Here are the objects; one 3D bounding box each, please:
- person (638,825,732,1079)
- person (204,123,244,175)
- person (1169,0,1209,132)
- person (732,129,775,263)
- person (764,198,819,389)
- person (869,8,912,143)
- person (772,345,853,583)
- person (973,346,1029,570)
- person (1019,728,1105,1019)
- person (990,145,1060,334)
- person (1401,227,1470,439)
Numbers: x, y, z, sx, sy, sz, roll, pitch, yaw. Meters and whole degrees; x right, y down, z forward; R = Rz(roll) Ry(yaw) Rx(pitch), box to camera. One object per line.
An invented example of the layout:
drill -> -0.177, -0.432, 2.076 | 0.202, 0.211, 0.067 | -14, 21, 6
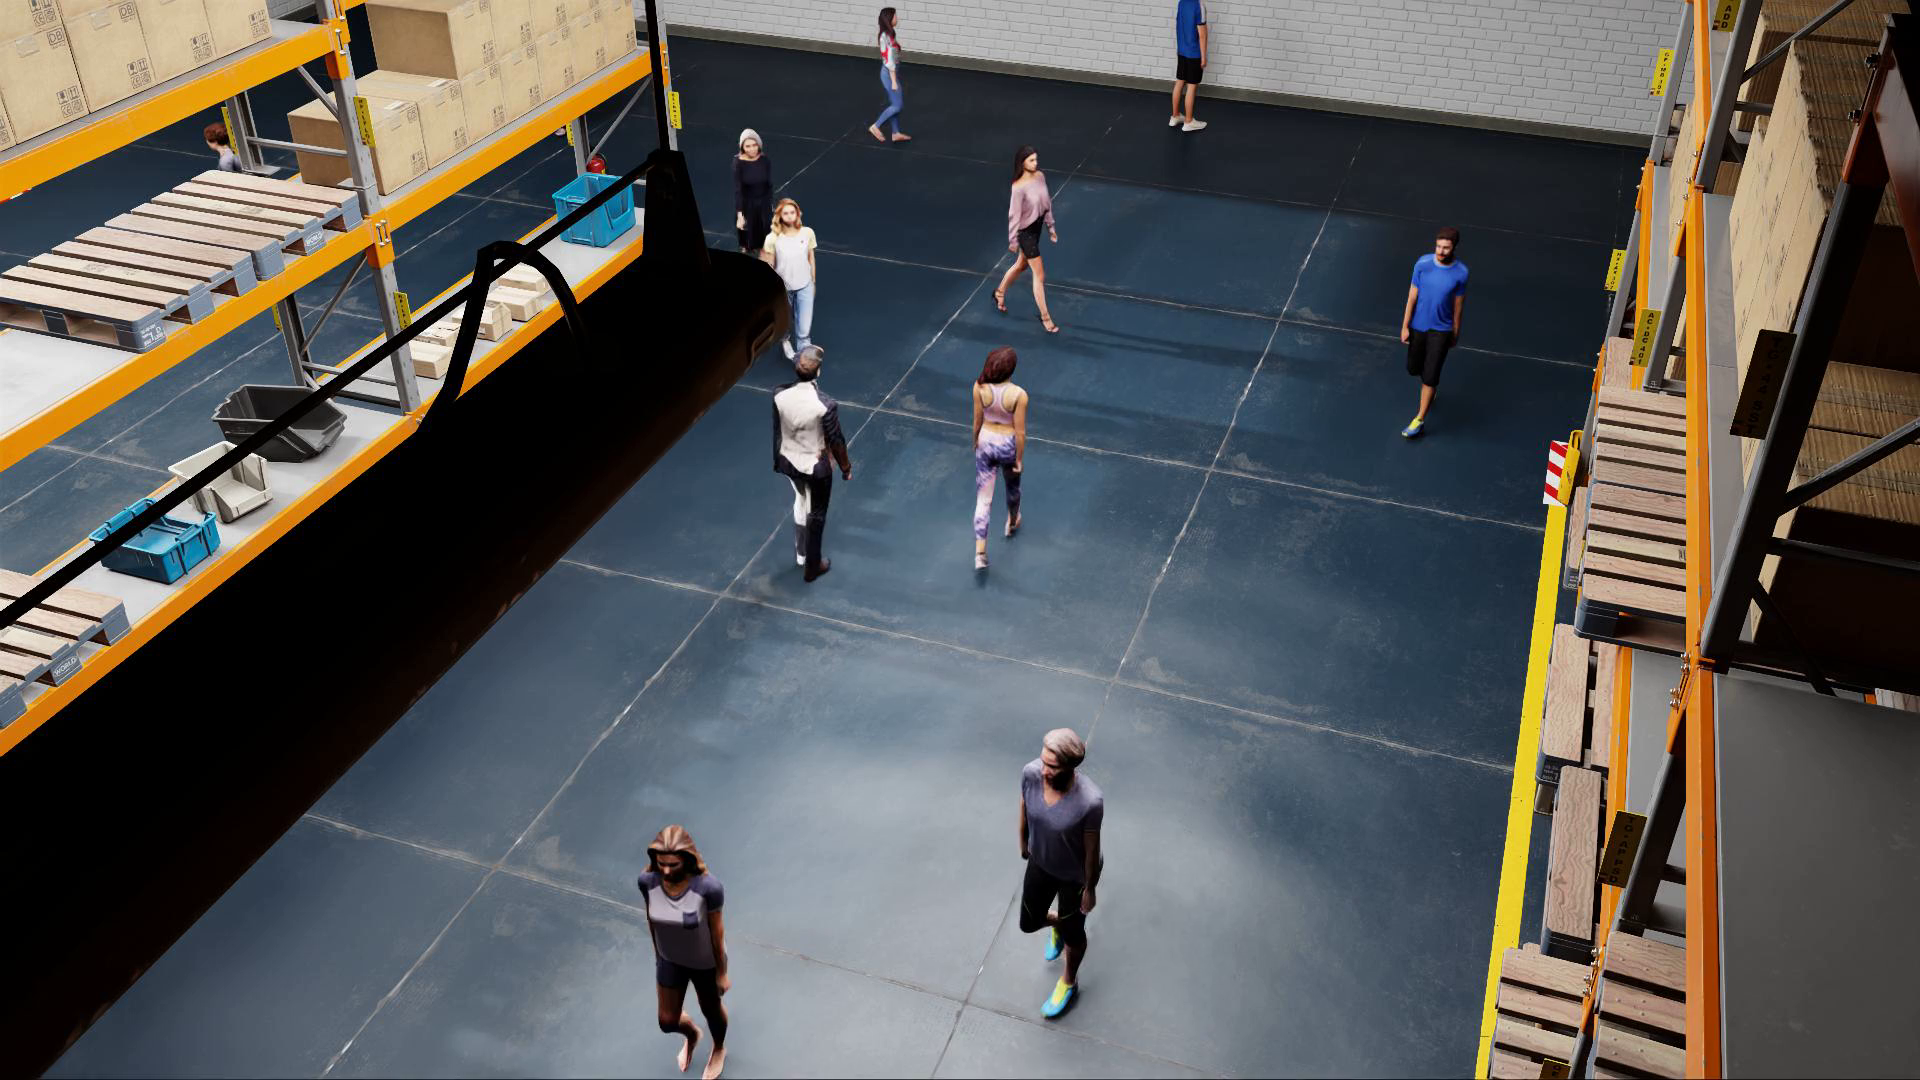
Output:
person -> -1.312, 2.023, 8.339 | 0.650, 1.718, 0.636 | 6, 34, 9
person -> -7.027, -3.310, 16.450 | 0.873, 1.623, 0.973 | -1, 34, -2
person -> 2.786, -5.932, 20.174 | 0.774, 1.866, 0.749 | -21, 39, -28
person -> -2.035, -3.170, 16.140 | 0.900, 1.732, 0.920 | -21, 39, -28
person -> -1.523, -2.246, 14.801 | 1.132, 1.675, 1.240 | -13, 36, -18
person -> -0.874, -5.496, 19.752 | 0.840, 1.606, 0.806 | -3, 34, -4
person -> -1.135, -0.502, 11.991 | 0.751, 1.881, 0.693 | 15, 36, 21
person -> 0.256, -0.583, 12.249 | 0.701, 1.731, 1.203 | 6, 34, 9
person -> 0.584, 1.670, 8.732 | 0.796, 1.873, 0.879 | 21, 39, 28
person -> 0.583, -2.851, 15.623 | 0.827, 1.772, 1.047 | 20, 39, 27
person -> 3.995, -1.811, 13.995 | 0.758, 1.844, 1.138 | 15, 36, 21
